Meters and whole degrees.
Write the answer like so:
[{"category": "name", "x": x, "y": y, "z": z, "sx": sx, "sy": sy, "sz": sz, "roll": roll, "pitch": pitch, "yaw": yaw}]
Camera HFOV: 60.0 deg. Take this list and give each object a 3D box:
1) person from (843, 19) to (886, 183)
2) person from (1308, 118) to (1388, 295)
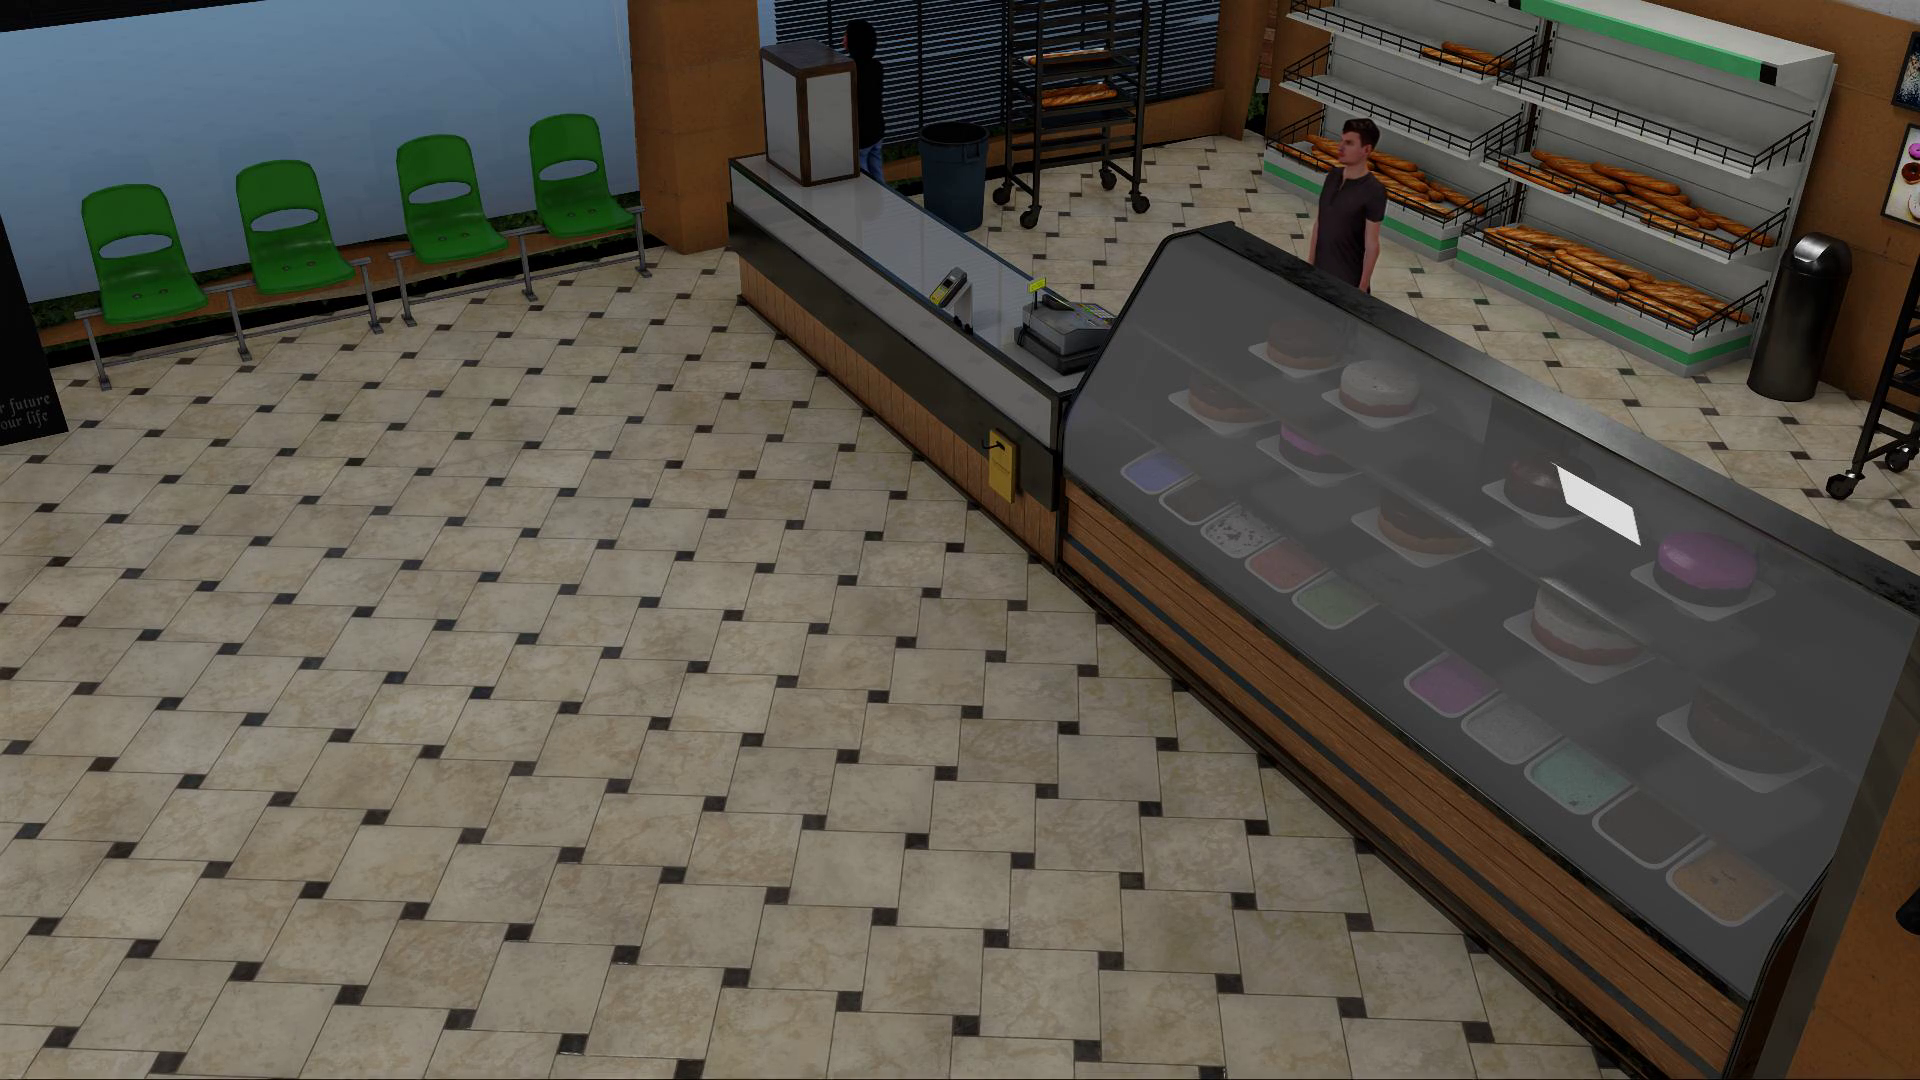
[{"category": "person", "x": -0.672, "y": -2.757, "z": 11.566, "sx": 0.720, "sy": 1.701, "sz": 0.623, "roll": 17, "pitch": 36, "yaw": 25}, {"category": "person", "x": 2.143, "y": -1.460, "z": 9.337, "sx": 0.522, "sy": 1.853, "sz": 0.632, "roll": -17, "pitch": 36, "yaw": -25}]
